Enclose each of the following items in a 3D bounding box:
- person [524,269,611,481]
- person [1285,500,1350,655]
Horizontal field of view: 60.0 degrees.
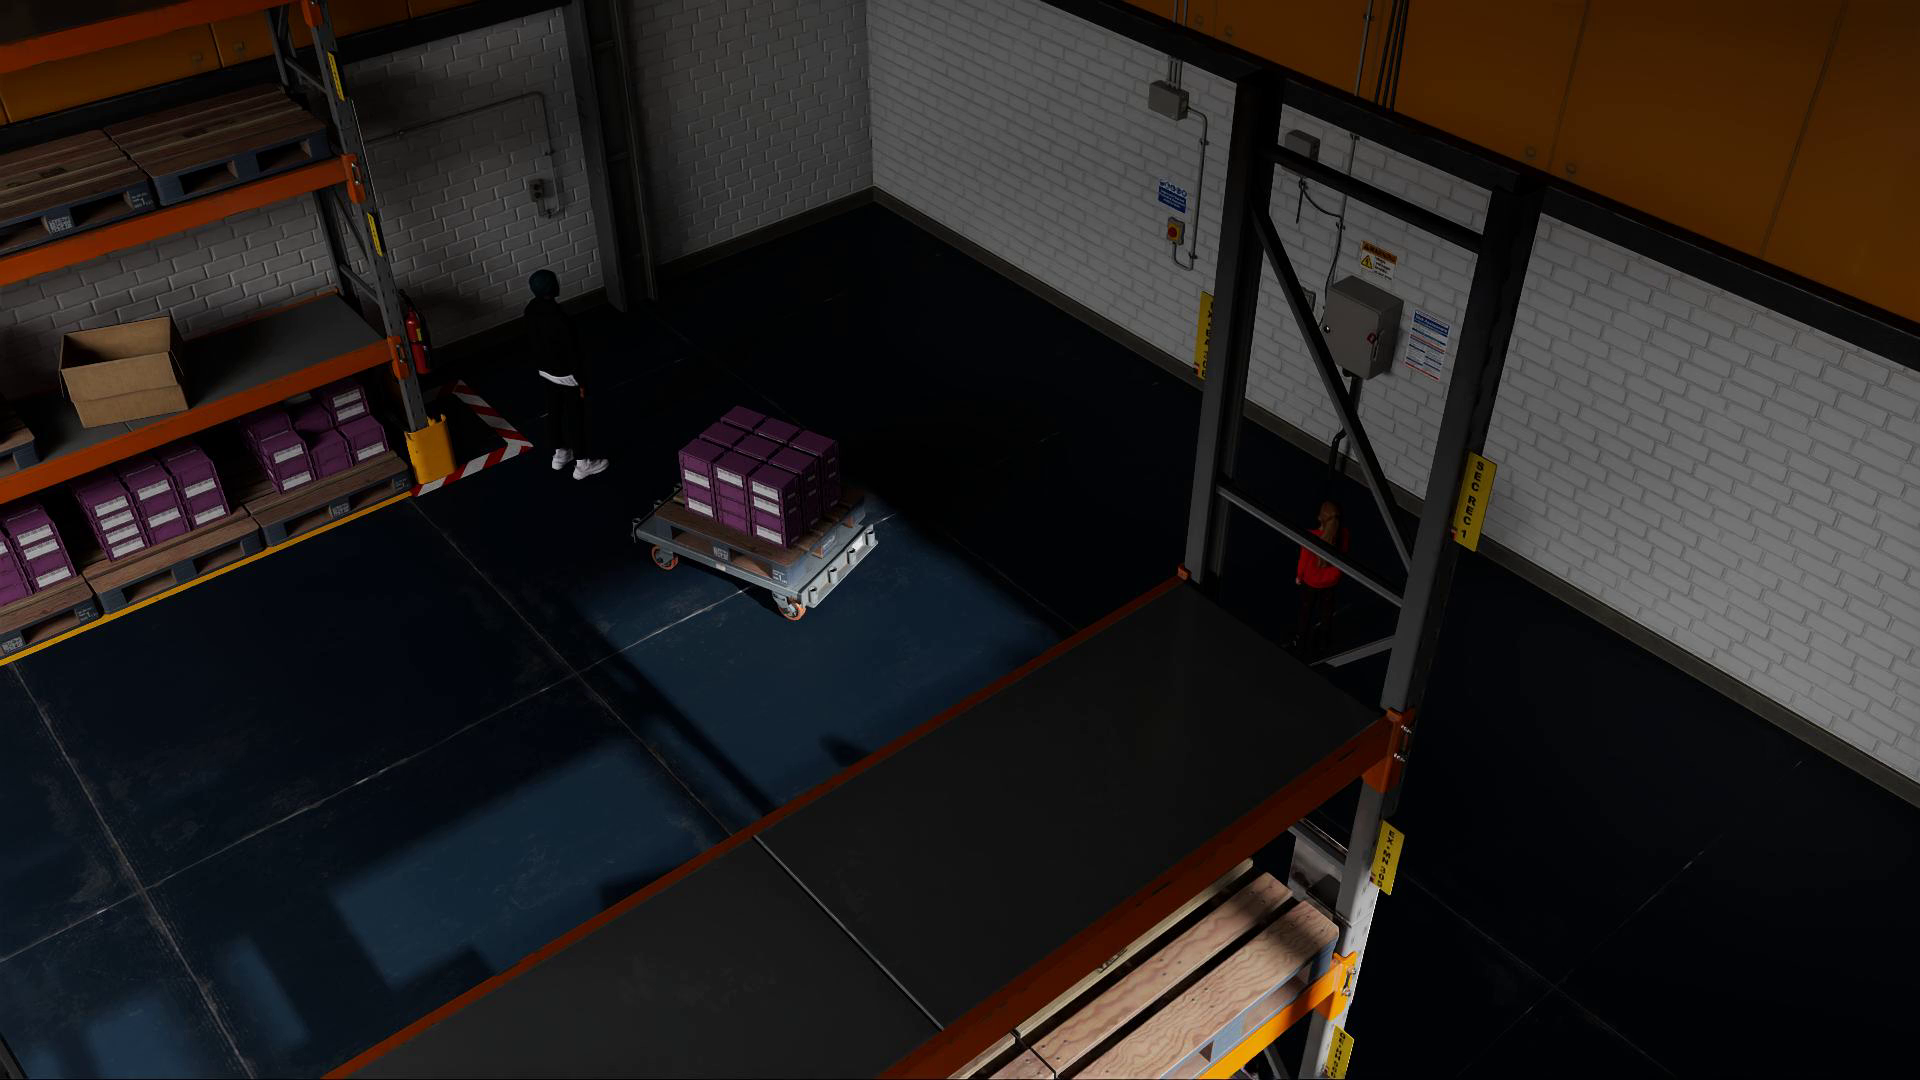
[{"bbox_3d":[-3.134,-1.314,13.016,0.721,1.818,0.647,26,45,28],"label":"person"},{"bbox_3d":[2.491,0.248,11.490,0.560,1.281,0.639,-7,39,-8],"label":"person"}]
